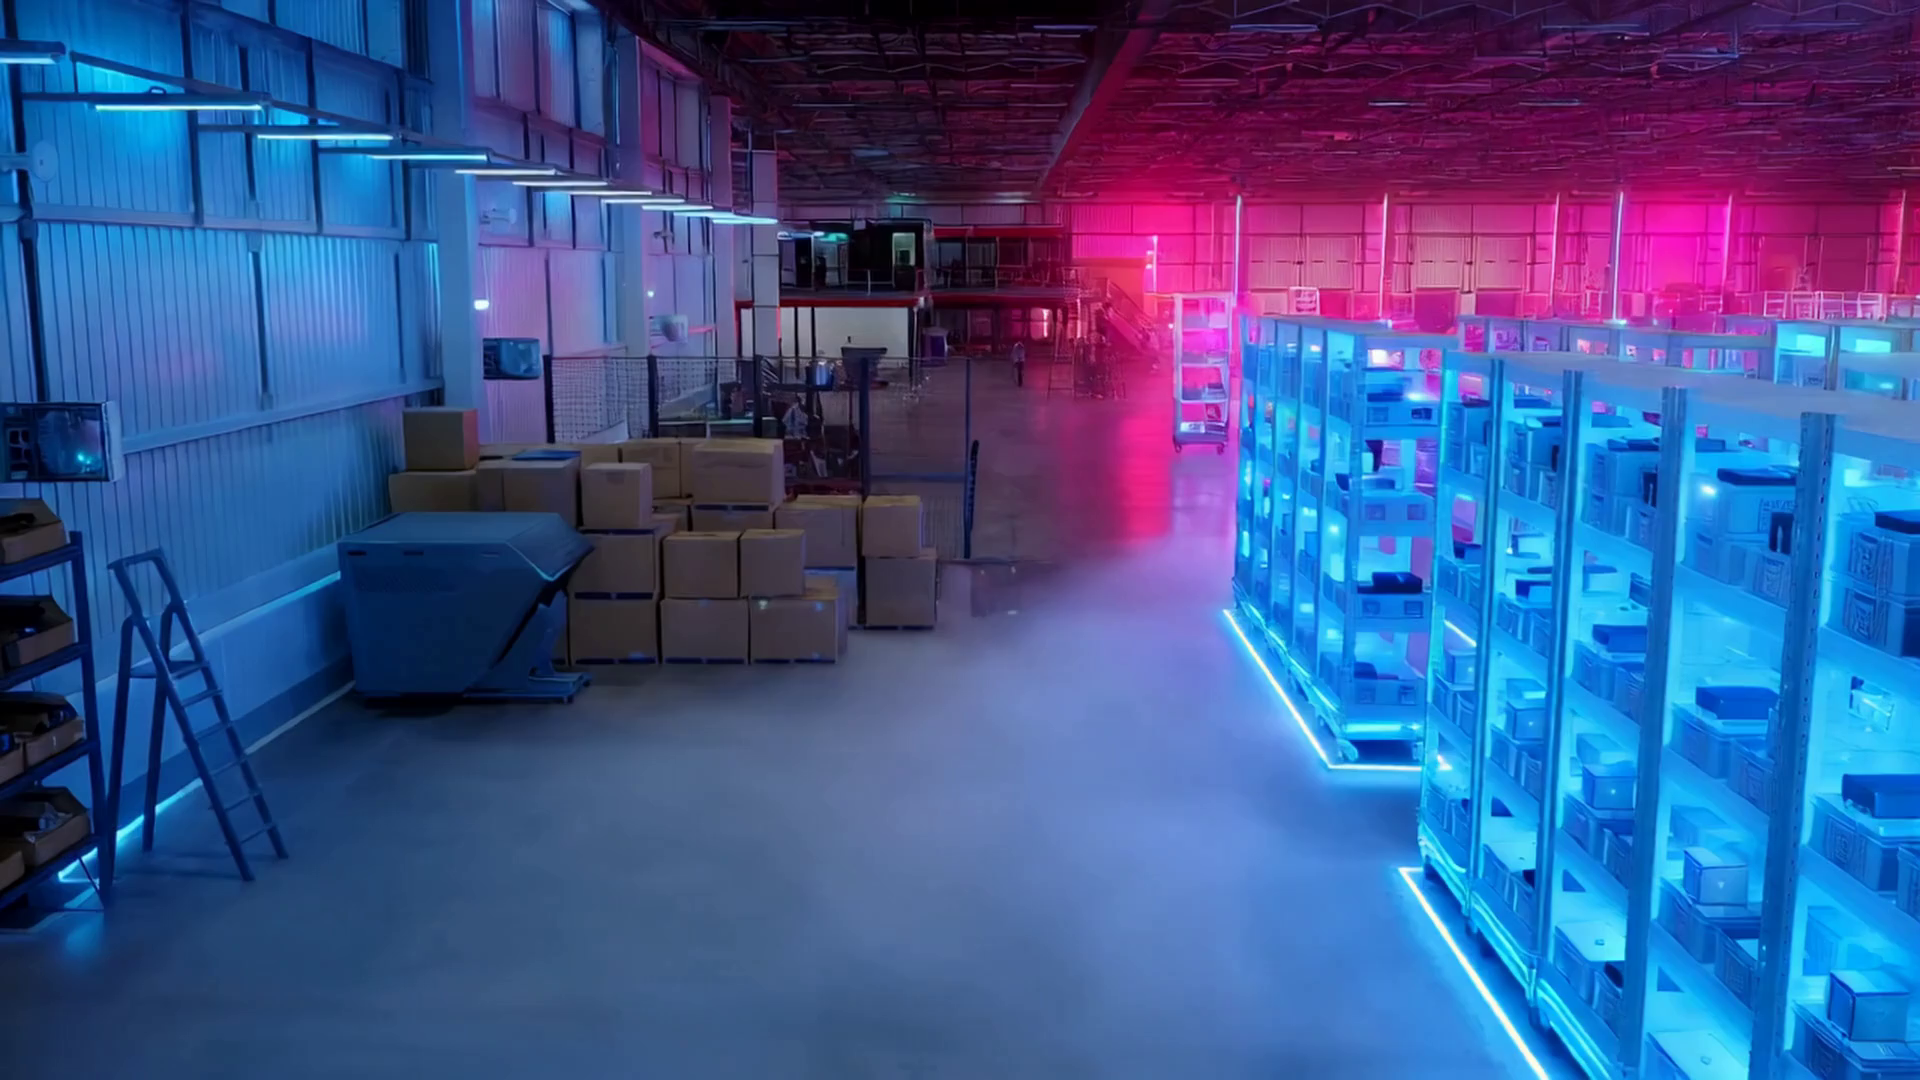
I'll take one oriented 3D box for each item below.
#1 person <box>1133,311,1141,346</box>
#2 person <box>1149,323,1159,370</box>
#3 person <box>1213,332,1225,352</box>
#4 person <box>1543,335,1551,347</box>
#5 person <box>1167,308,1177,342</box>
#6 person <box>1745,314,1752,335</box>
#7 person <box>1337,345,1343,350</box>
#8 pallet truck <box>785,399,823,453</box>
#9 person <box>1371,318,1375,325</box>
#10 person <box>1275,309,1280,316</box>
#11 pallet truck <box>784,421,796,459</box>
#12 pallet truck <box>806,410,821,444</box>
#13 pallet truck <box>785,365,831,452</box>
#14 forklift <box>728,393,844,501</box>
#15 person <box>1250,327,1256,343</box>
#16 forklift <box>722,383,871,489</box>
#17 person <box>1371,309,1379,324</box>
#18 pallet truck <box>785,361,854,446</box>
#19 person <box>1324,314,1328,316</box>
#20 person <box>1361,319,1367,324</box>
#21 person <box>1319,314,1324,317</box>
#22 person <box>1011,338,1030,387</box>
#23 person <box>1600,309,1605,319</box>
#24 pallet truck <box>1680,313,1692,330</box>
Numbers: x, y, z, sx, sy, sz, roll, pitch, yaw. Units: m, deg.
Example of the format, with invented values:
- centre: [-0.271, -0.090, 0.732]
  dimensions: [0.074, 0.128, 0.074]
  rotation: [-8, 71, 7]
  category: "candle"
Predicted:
- centre: [9.600, -11.443, 90.038]
  dimensions: [0.605, 1.943, 0.402]
  rotation: [-8, 12, -39]
  category: "person"
- centre: [8.075, -8.033, 69.056]
  dimensions: [0.375, 1.924, 0.585]
  rotation: [7, 12, 38]
  category: "person"
- centre: [11.844, -9.203, 76.322]
  dimensions: [0.634, 1.915, 0.786]
  rotation: [-3, 10, -20]
  category: "person"
- centre: [20.655, -6.265, 58.189]
  dimensions: [0.578, 1.907, 0.800]
  rotation: [-1, 9, -3]
  category: "person"
- centre: [12.097, -12.197, 94.552]
  dimensions: [0.649, 1.980, 0.436]
  rotation: [4, 10, 23]
  category: "person"
- centre: [41.371, -10.954, 87.373]
  dimensions: [0.595, 1.818, 1.040]
  rotation: [7, 12, 37]
  category: "person"
- centre: [13.127, -6.053, 57.045]
  dimensions: [0.792, 1.850, 0.596]
  rotation: [0, 9, 3]
  category: "person"
- centre: [-3.814, -2.432, 36.419]
  dimensions: [1.630, 1.274, 0.653]
  rotation: [0, 9, 1]
  category: "pallet truck"
- centre: [21.285, -10.633, 85.931]
  dimensions: [0.540, 1.655, 0.840]
  rotation: [0, 9, 0]
  category: "person"
- centre: [18.394, -12.484, 96.682]
  dimensions: [1.014, 1.877, 0.604]
  rotation: [3, 10, 15]
  category: "person"
- centre: [-4.013, -1.793, 32.705]
  dimensions: [1.601, 1.201, 0.680]
  rotation: [0, 9, 1]
  category: "pallet truck"
- centre: [-3.559, -2.018, 33.905]
  dimensions: [1.522, 1.261, 0.704]
  rotation: [0, 9, -1]
  category: "pallet truck"
- centre: [-3.774, -2.976, 37.635]
  dimensions: [1.885, 1.965, 0.823]
  rotation: [1, 9, 5]
  category: "pallet truck"
- centre: [-2.979, -1.316, 26.476]
  dimensions: [2.680, 1.987, 1.157]
  rotation: [0, 9, 1]
  category: "forklift"
- centre: [12.608, -8.473, 71.538]
  dimensions: [0.916, 1.996, 0.622]
  rotation: [-6, 11, -35]
  category: "person"
- centre: [-2.893, -1.687, 28.729]
  dimensions: [2.680, 1.987, 1.157]
  rotation: [0, 9, -1]
  category: "forklift"
- centre: [23.628, -12.183, 94.636]
  dimensions: [0.543, 1.933, 0.364]
  rotation: [-6, 11, -31]
  category: "person"
- centre: [-3.410, -3.193, 38.978]
  dimensions: [1.885, 1.965, 0.823]
  rotation: [0, 9, -1]
  category: "pallet truck"
- centre: [19.969, -11.529, 91.225]
  dimensions: [0.490, 1.724, 0.537]
  rotation: [3, 10, 17]
  category: "person"
- centre: [18.820, -9.434, 78.025]
  dimensions: [0.972, 1.829, 0.528]
  rotation: [2, 9, 9]
  category: "person"
- centre: [19.414, -11.231, 89.171]
  dimensions: [0.657, 1.791, 0.941]
  rotation: [-5, 11, -31]
  category: "person"
- centre: [2.144, -6.264, 58.754]
  dimensions: [0.661, 1.722, 0.436]
  rotation: [3, 10, 16]
  category: "person"
- centre: [36.308, -12.070, 93.821]
  dimensions: [0.440, 1.980, 0.628]
  rotation: [0, 9, 1]
  category: "person"
- centre: [36.315, -10.531, 84.244]
  dimensions: [0.823, 1.965, 1.885]
  rotation: [-6, 11, -33]
  category: "pallet truck"
